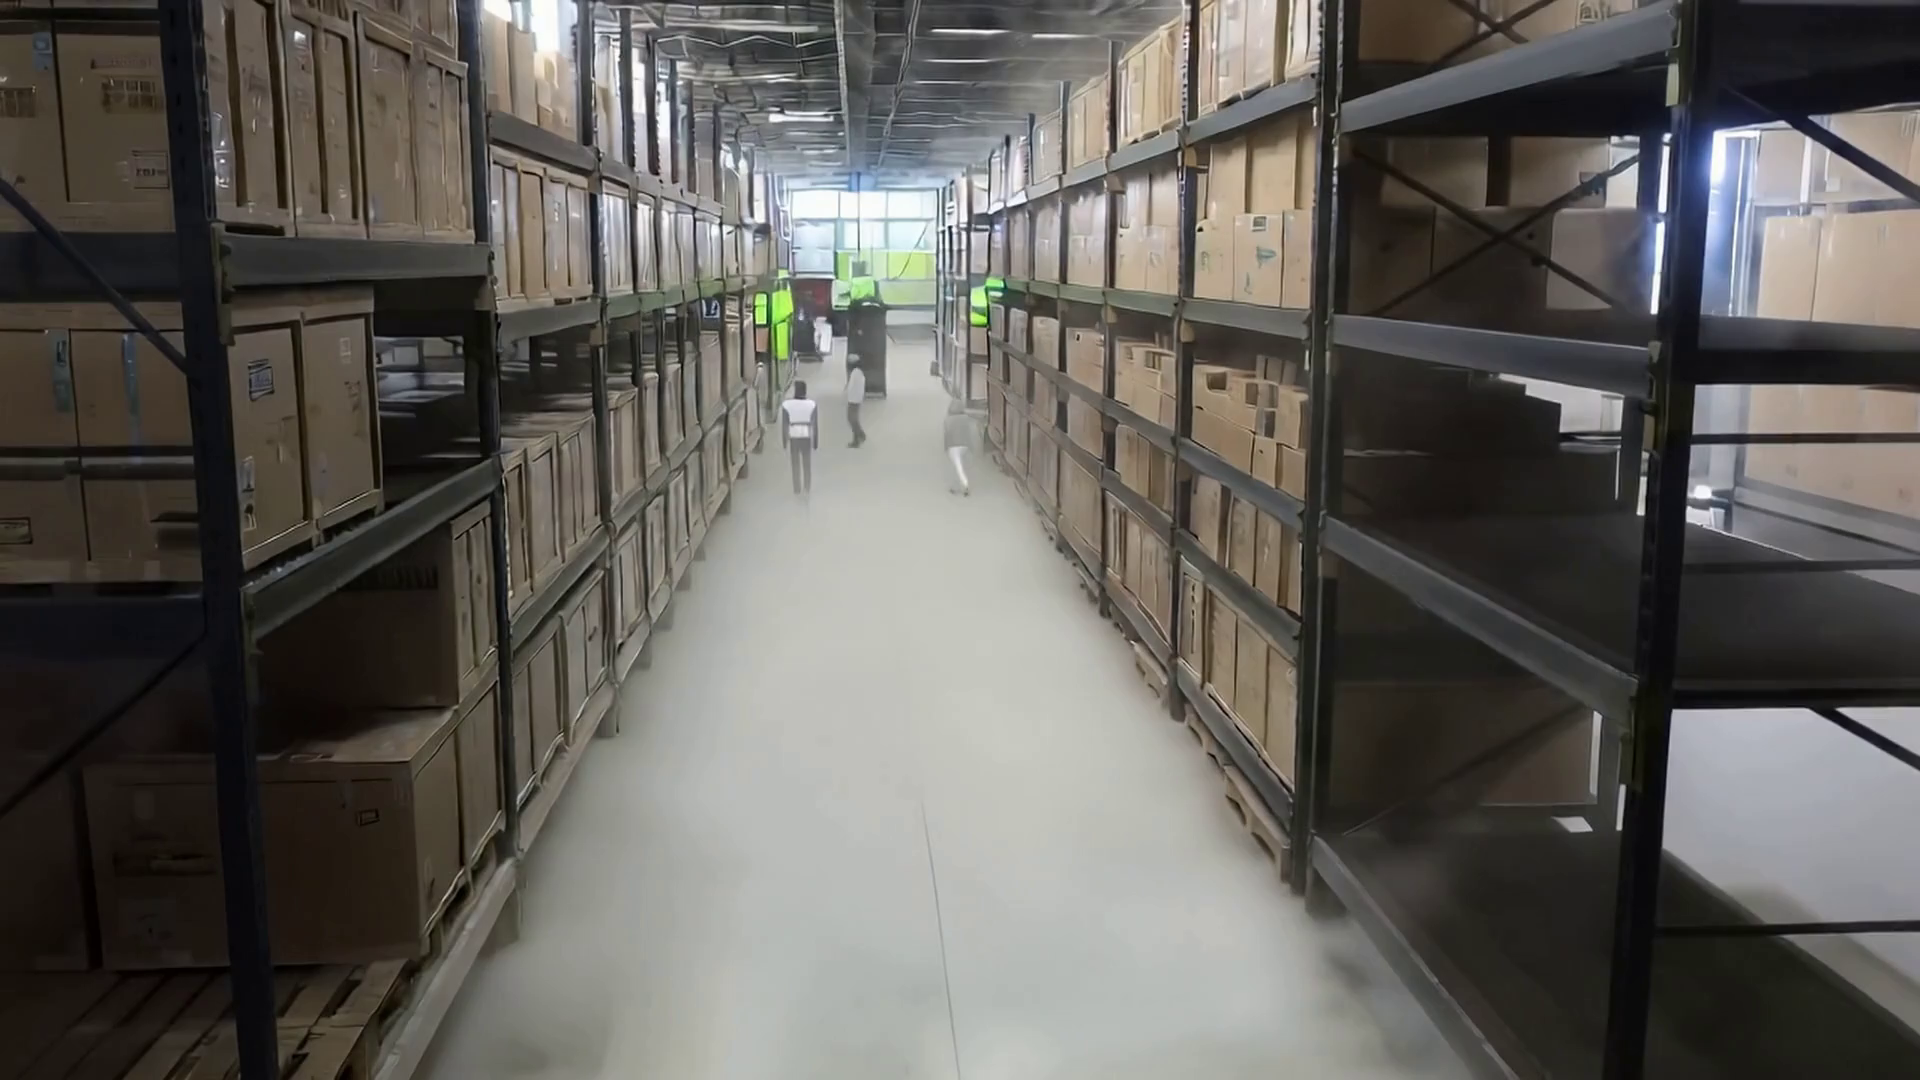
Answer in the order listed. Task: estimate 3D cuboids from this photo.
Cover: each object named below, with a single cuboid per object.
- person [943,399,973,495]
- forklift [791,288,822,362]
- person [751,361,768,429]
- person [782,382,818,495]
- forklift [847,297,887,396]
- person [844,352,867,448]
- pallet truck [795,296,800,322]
[{"bbox_3d":[0.014,-1.501,27.253,0.516,1.596,0.700,-5,11,-28],"label":"person"},{"bbox_3d":[-6.290,-8.276,63.901,1.129,2.768,1.873,-7,12,-36],"label":"forklift"},{"bbox_3d":[-4.811,-3.421,38.112,0.885,1.807,0.633,2,10,10],"label":"person"},{"bbox_3d":[-2.651,-1.695,27.638,0.596,1.867,1.041,-1,10,-6],"label":"person"},{"bbox_3d":[-2.681,-5.567,47.722,1.129,2.768,1.873,-1,10,-3],"label":"forklift"},{"bbox_3d":[-2.207,-2.879,34.340,0.434,1.980,0.646,0,10,-2],"label":"person"},{"bbox_3d":[-8.622,-12.439,91.403,1.885,1.965,0.823,2,10,13],"label":"pallet truck"}]
